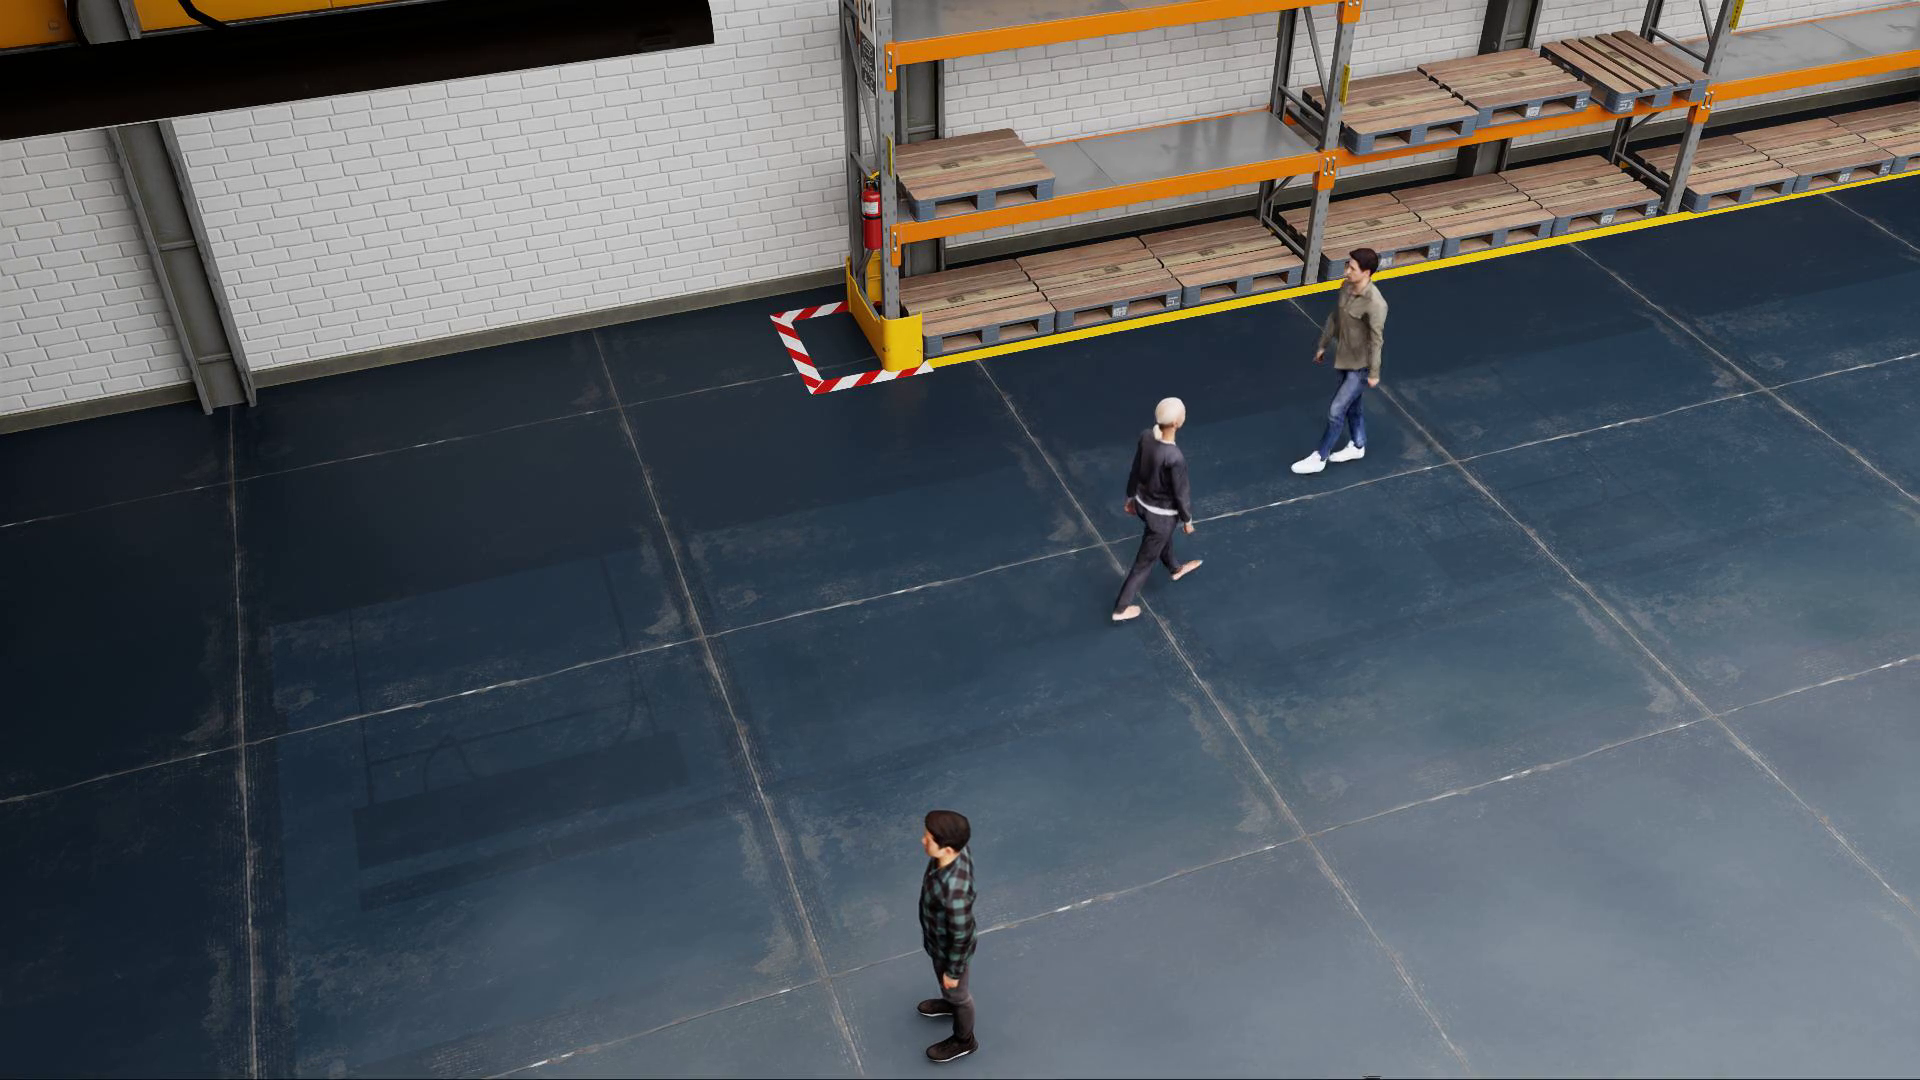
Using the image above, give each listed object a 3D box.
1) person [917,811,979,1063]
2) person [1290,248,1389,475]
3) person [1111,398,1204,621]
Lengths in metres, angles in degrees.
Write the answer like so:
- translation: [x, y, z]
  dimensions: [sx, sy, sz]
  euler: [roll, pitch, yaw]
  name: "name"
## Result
- translation: [-0.039, 1.970, 8.344]
  dimensions: [0.625, 1.715, 0.722]
  euler: [-3, 39, -4]
  name: "person"
- translation: [3.041, -1.348, 12.455]
  dimensions: [0.925, 1.841, 0.738]
  euler: [-11, 40, -14]
  name: "person"
- translation: [1.255, -0.174, 11.114]
  dimensions: [1.133, 1.679, 0.765]
  euler: [-20, 43, -23]
  name: "person"
